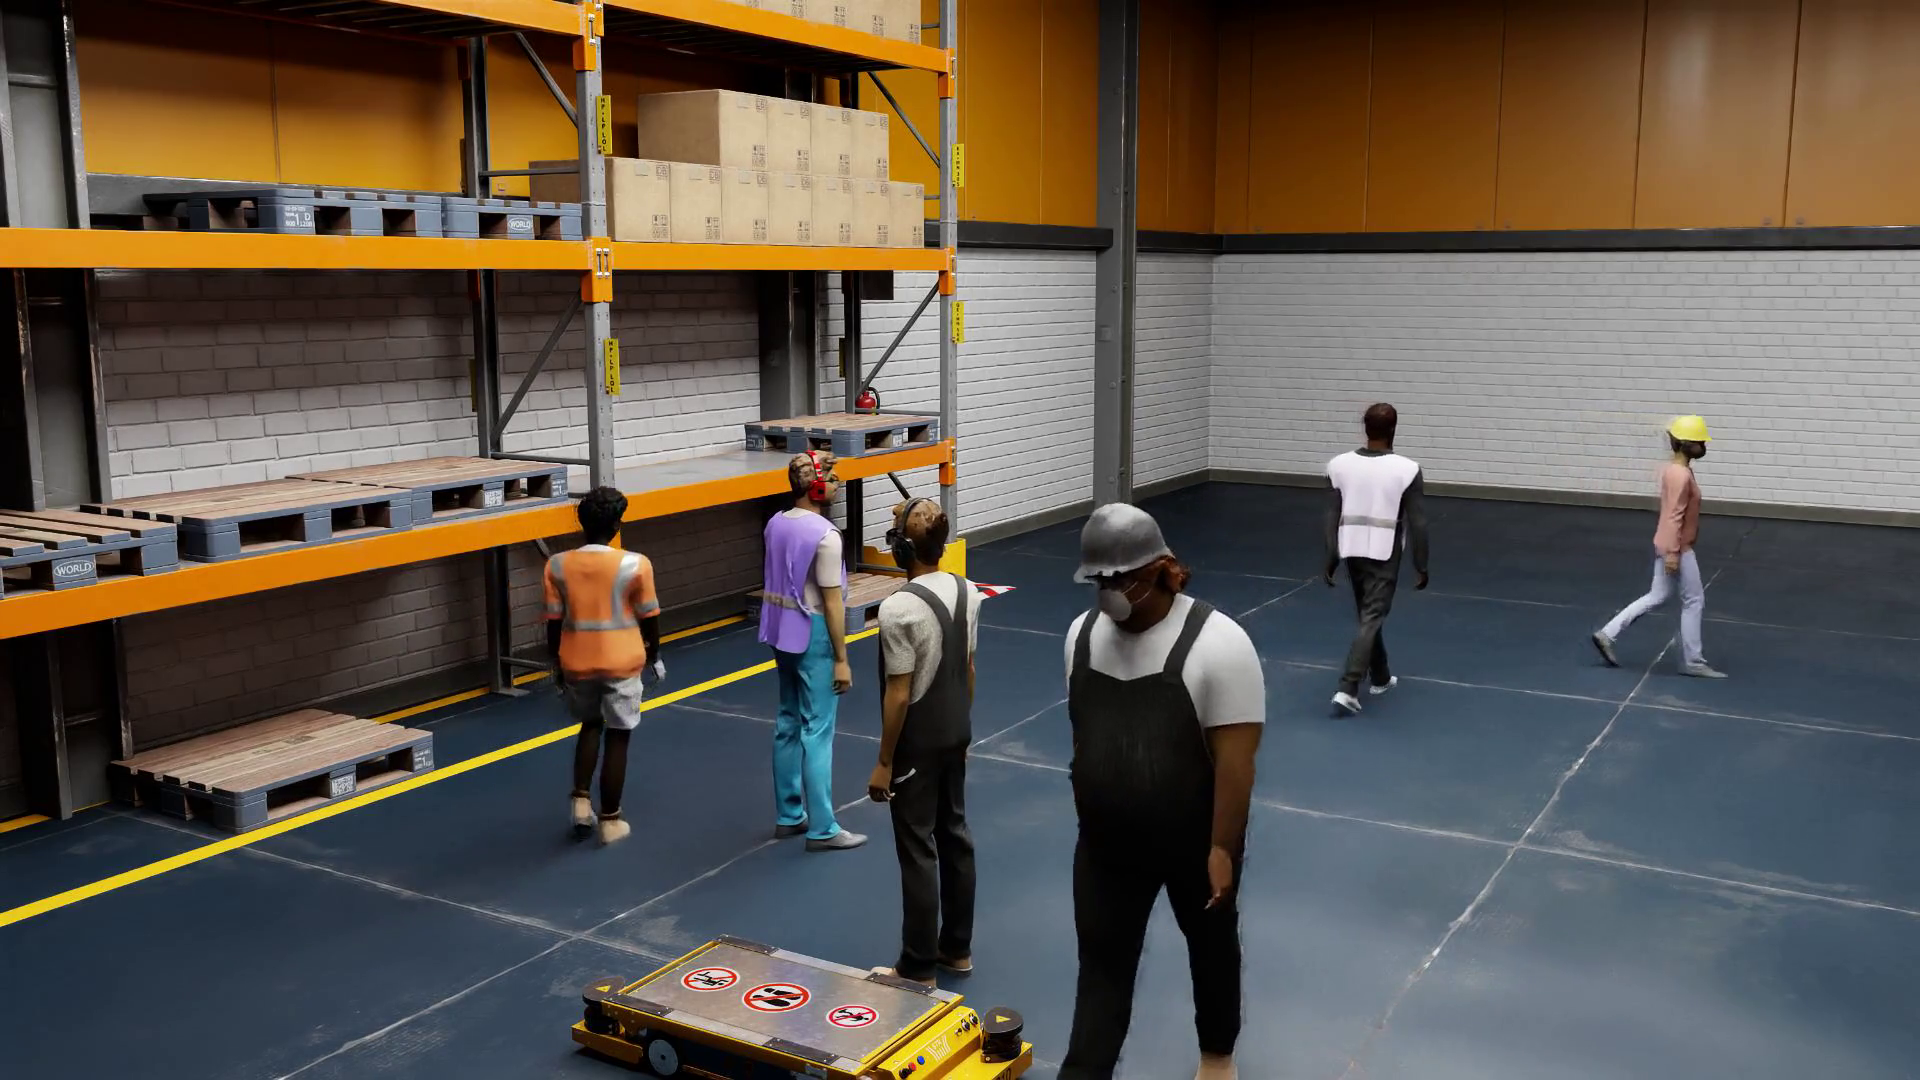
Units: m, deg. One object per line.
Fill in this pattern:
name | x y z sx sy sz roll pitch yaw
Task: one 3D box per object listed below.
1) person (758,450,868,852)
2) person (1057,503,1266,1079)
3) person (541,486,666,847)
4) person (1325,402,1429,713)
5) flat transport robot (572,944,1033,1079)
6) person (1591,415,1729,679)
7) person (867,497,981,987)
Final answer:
person | -0.711 0.507 7.658 0.396 1.847 0.564 -7 11 -36
person | 0.571 0.827 5.057 0.691 2.000 1.068 5 10 29
person | -1.645 0.584 7.728 0.532 1.675 0.406 2 9 12
person | 2.530 0.095 10.169 0.610 1.873 1.003 7 11 37
flat transport robot | -0.539 1.630 5.552 1.431 0.197 0.652 5 11 30
person | 4.641 0.038 10.940 0.801 1.741 0.529 3 10 18
person | -0.137 0.758 6.096 0.345 1.847 0.504 7 11 37
